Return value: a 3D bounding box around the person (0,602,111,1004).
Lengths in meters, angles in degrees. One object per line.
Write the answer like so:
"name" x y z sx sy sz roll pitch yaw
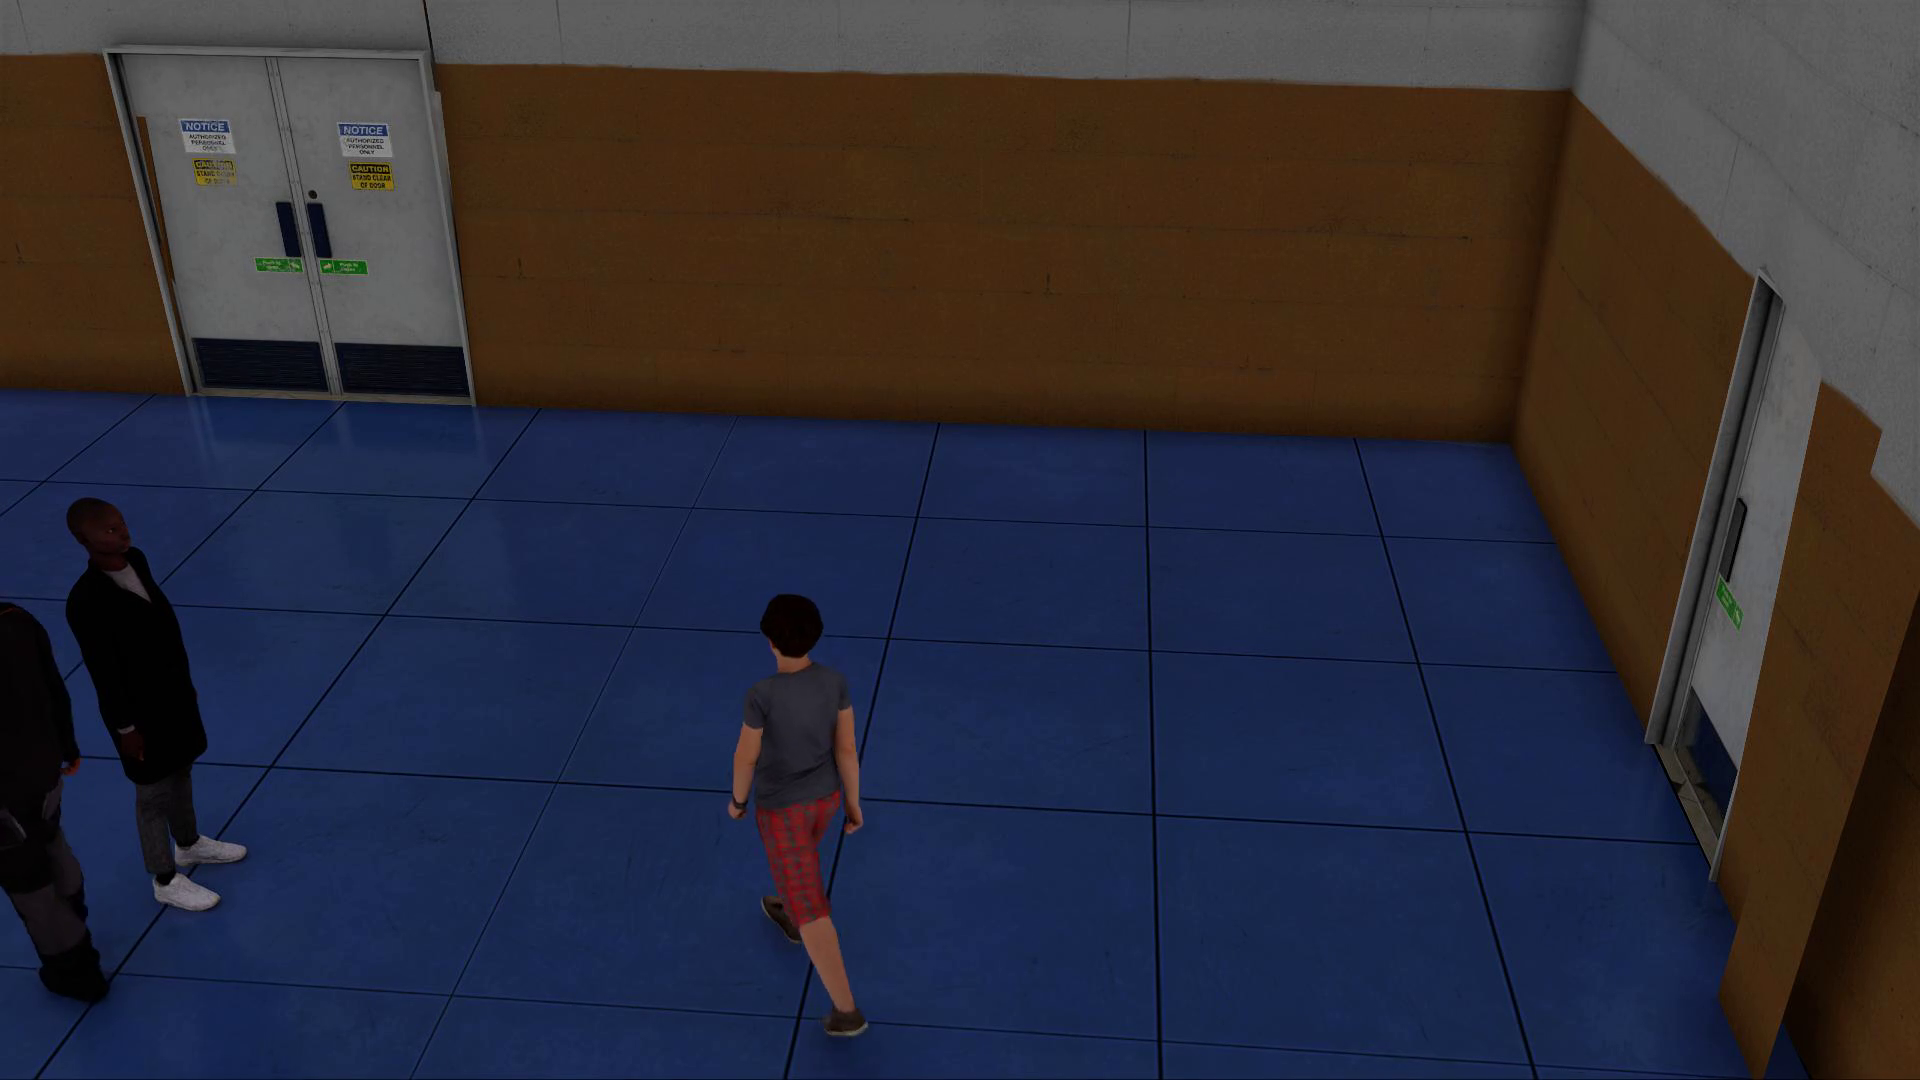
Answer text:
"person" -3.301 0.859 5.847 0.909 1.928 0.816 14 32 24

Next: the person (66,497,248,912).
"person" -3.170 0.622 6.455 0.713 1.762 0.500 0 29 1

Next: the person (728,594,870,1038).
"person" -0.533 1.005 5.889 1.055 1.619 1.184 -18 34 -30
